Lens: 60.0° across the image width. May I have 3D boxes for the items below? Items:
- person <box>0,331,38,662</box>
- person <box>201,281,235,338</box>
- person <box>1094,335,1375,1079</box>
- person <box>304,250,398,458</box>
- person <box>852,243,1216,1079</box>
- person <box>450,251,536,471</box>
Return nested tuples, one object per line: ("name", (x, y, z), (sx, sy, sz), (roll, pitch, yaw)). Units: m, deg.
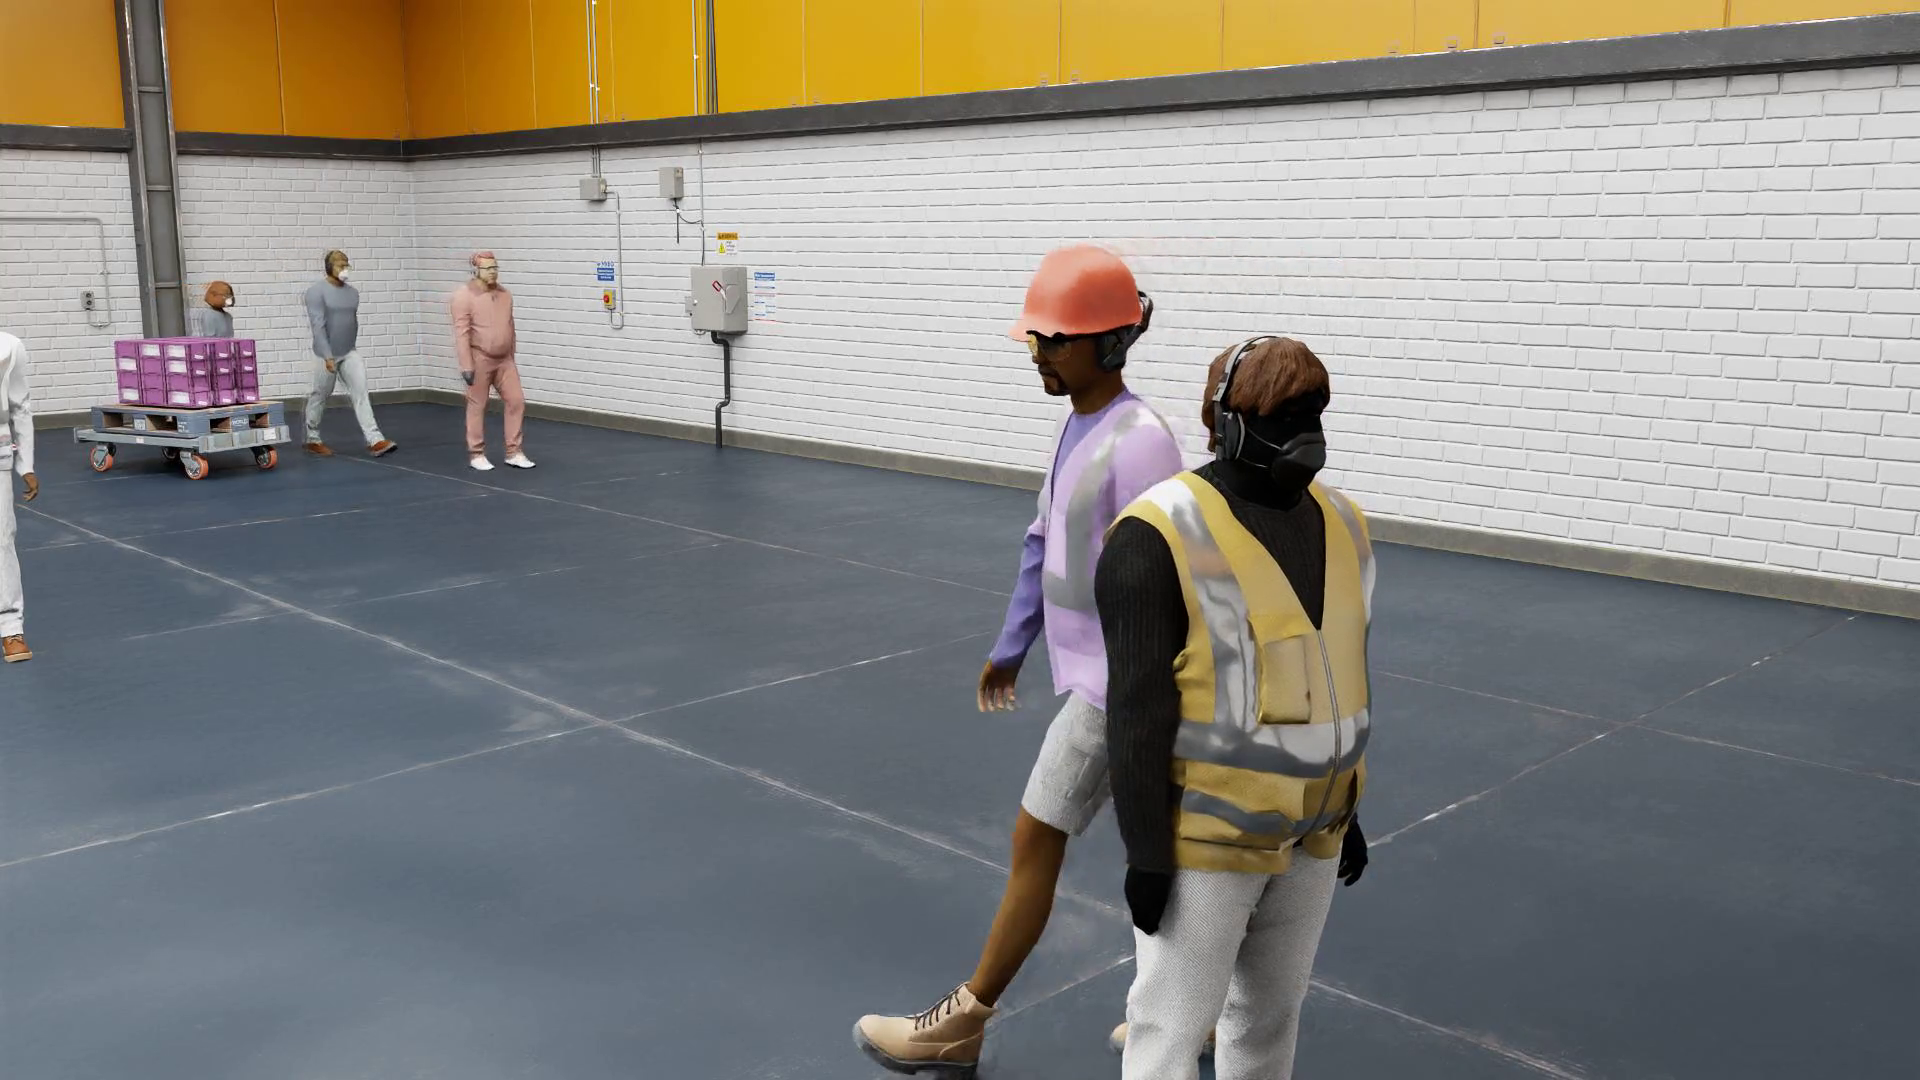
("person", (-4.668, -0.339, 7.825), (0.572, 1.883, 0.355), (-6, 12, -29))
("person", (-7.097, -1.665, 15.830), (0.741, 1.598, 0.487), (2, 11, 9))
("person", (0.544, 0.543, 3.128), (0.619, 1.845, 0.430), (-7, 13, -34))
("person", (-5.637, -1.678, 15.128), (1.037, 1.887, 0.631), (5, 12, 27))
("person", (0.220, 0.319, 3.923), (1.044, 1.987, 0.625), (-1, 10, -3))
("person", (-3.979, -1.515, 14.241), (0.755, 1.880, 0.672), (8, 13, 36))
